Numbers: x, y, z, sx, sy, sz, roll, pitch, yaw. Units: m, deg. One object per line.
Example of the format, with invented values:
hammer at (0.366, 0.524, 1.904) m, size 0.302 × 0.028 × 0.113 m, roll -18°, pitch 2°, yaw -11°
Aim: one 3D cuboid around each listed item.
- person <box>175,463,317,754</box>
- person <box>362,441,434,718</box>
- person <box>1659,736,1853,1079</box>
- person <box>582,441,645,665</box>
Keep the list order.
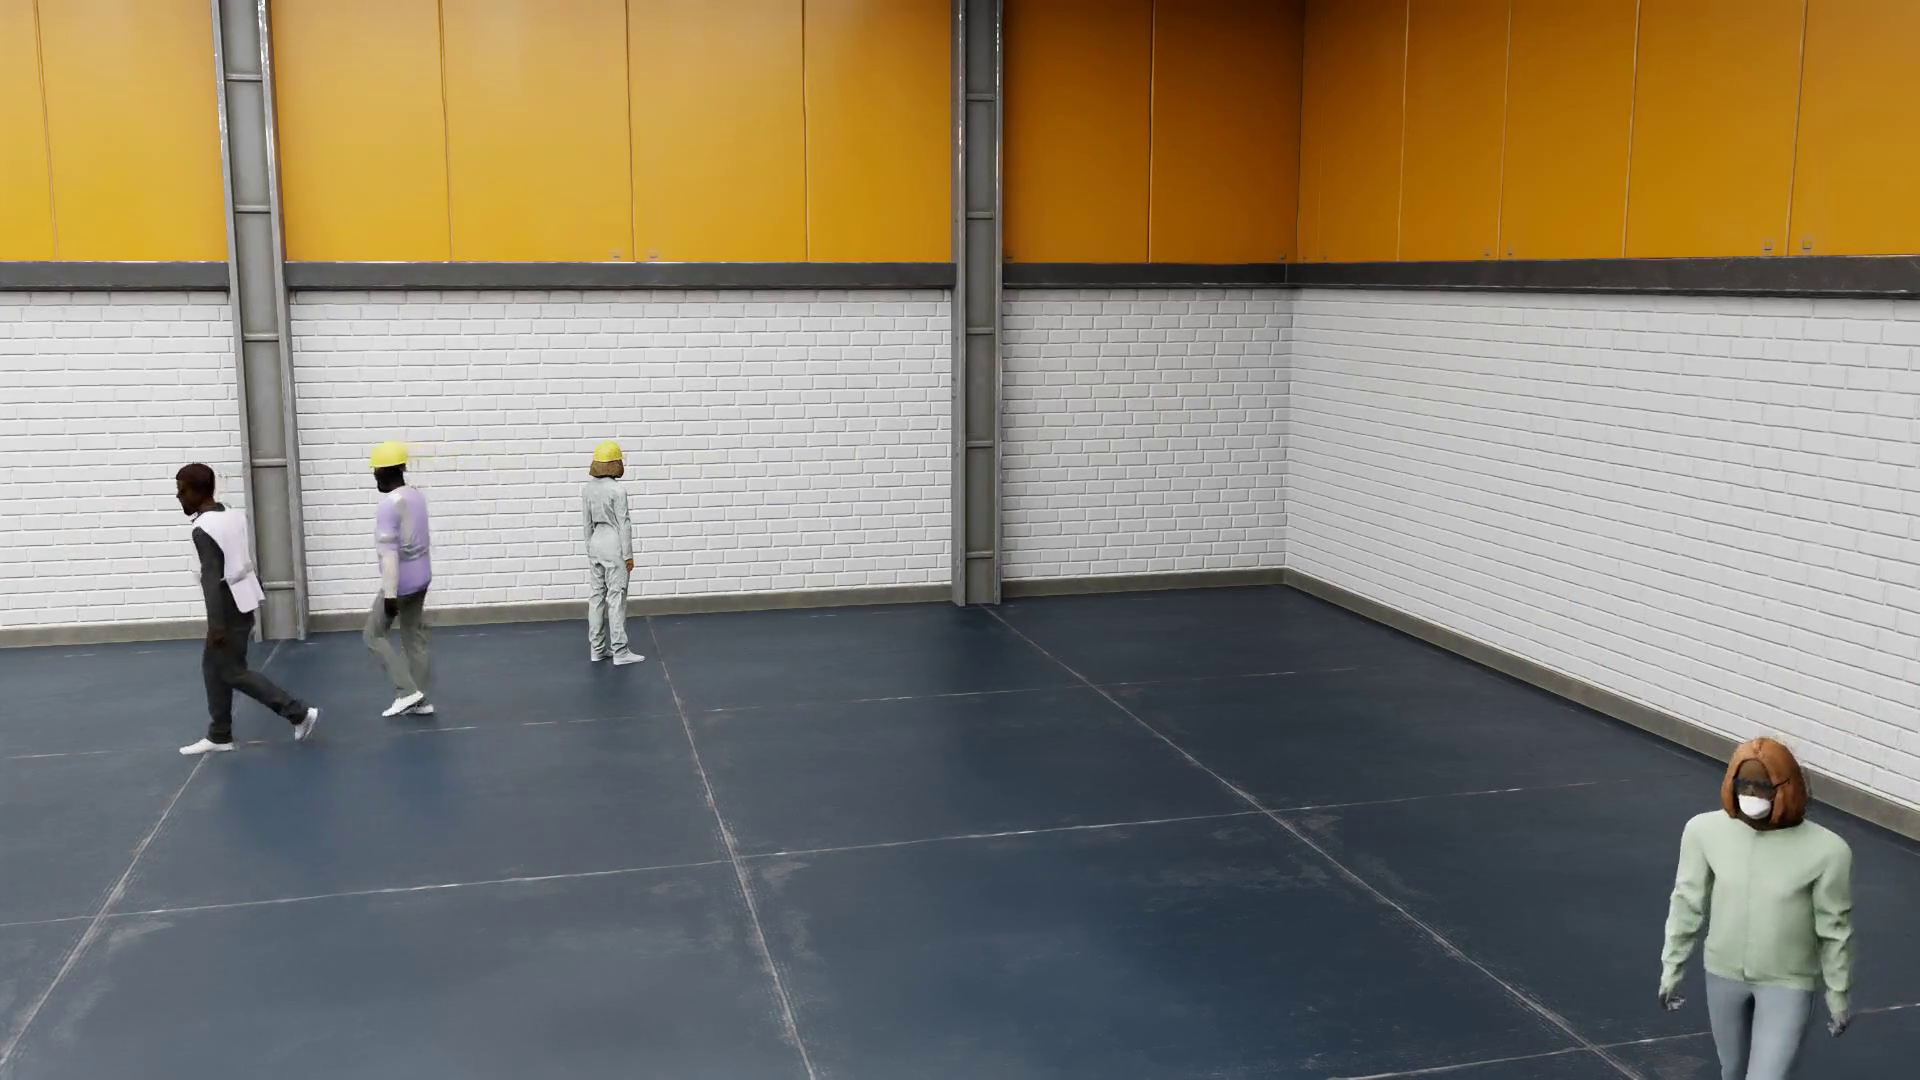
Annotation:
person at (-4.516, 0.435, 10.451) m, size 0.787 × 1.881 × 0.640 m, roll -2°, pitch 9°, yaw -13°
person at (-3.814, 0.279, 11.301) m, size 0.443 × 1.909 × 0.606 m, roll 1°, pitch 9°, yaw 9°
person at (2.443, 1.409, 5.178) m, size 0.520 × 1.600 × 0.722 m, roll 9°, pitch 13°, yaw 44°
person at (-2.720, 0.096, 12.966) m, size 0.484 × 1.744 × 0.296 m, roll 6°, pitch 11°, yaw 35°
